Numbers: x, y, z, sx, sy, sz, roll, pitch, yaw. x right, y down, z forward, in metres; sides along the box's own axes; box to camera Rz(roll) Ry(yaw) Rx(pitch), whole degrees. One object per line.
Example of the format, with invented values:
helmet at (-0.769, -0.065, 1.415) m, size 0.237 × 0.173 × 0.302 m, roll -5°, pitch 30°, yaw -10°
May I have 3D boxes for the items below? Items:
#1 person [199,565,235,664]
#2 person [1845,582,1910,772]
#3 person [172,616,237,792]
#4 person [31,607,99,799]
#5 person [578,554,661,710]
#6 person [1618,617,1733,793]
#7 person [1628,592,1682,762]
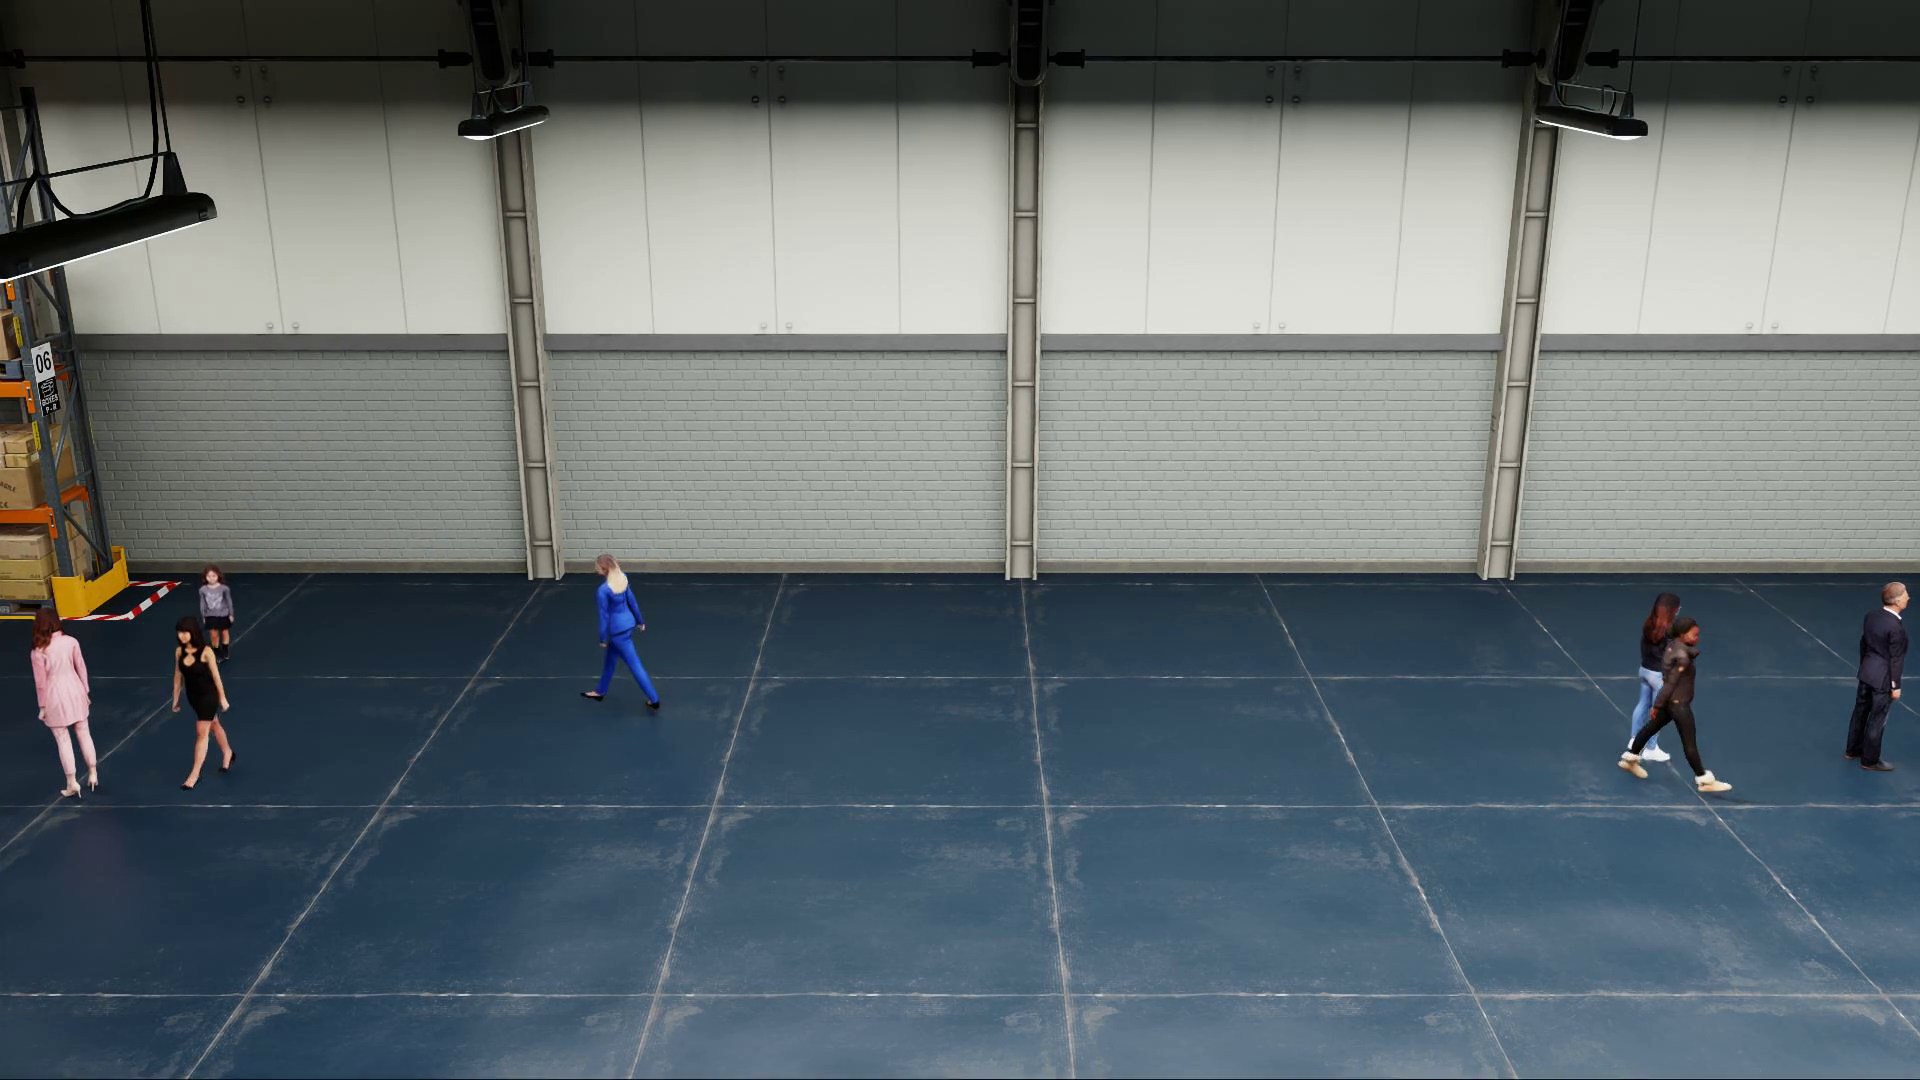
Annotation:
person at (-8.145, 0.781, 18.246) m, size 0.550 × 1.098 × 0.624 m, roll -7°, pitch 19°, yaw -20°
person at (8.647, 1.255, 15.635) m, size 0.603 × 1.815 × 0.701 m, roll -2°, pitch 18°, yaw -5°
person at (-6.931, 1.452, 15.361) m, size 1.033 × 1.610 × 0.860 m, roll 5°, pitch 19°, yaw 15°
person at (-8.084, 1.463, 15.015) m, size 0.722 × 1.802 × 0.689 m, roll 14°, pitch 23°, yaw 36°
person at (-3.350, 0.963, 16.813) m, size 1.205 × 1.640 × 0.895 m, roll 8°, pitch 20°, yaw 22°
person at (6.679, 1.500, 15.145) m, size 0.812 × 1.652 × 1.223 m, roll 0°, pitch 18°, yaw 1°
person at (6.650, 1.278, 15.858) m, size 0.617 × 1.633 × 0.685 m, roll -3°, pitch 18°, yaw -10°
